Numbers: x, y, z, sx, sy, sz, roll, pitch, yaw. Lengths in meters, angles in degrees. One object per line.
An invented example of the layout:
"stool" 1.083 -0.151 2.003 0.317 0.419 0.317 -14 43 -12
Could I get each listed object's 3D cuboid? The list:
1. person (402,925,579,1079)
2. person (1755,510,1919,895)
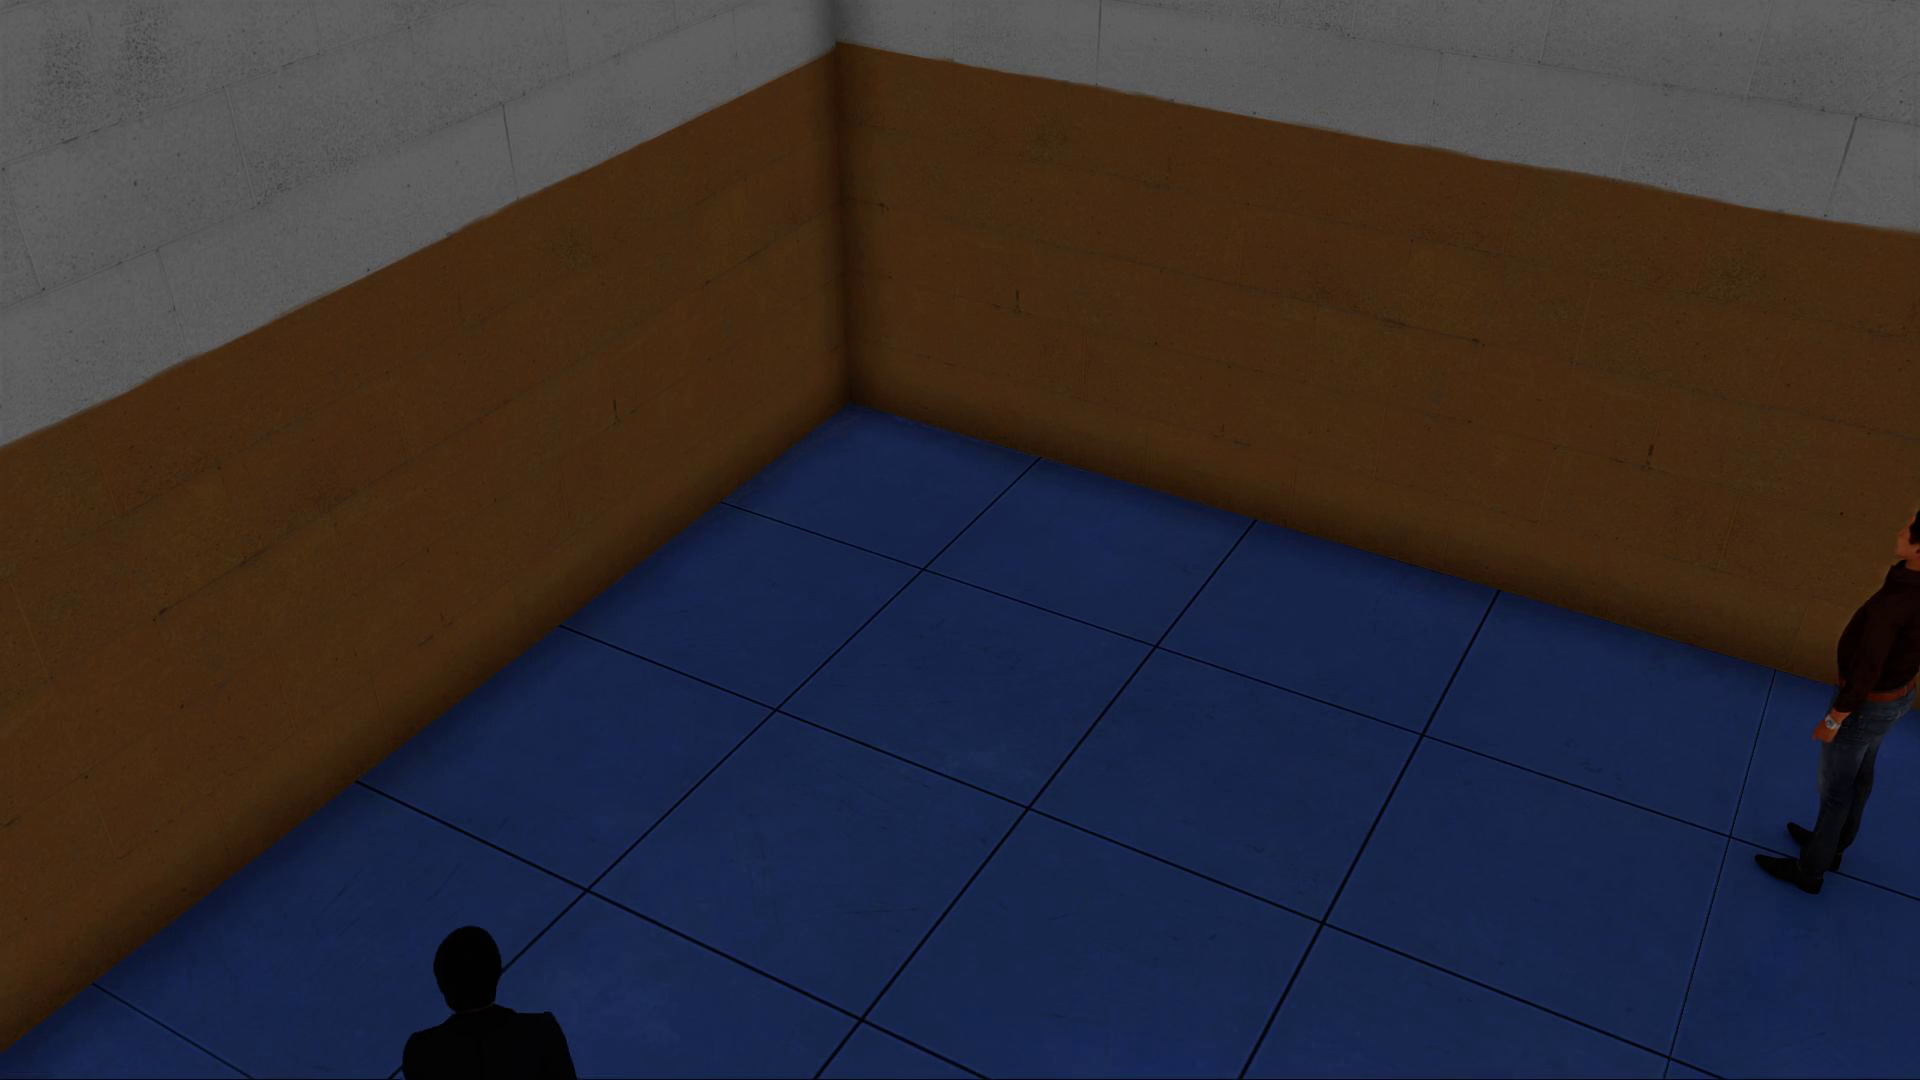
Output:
"person" -1.219 1.800 4.609 0.764 1.817 0.821 -8 34 -12
"person" 3.514 0.623 6.410 0.596 1.782 0.770 -25 41 -32
